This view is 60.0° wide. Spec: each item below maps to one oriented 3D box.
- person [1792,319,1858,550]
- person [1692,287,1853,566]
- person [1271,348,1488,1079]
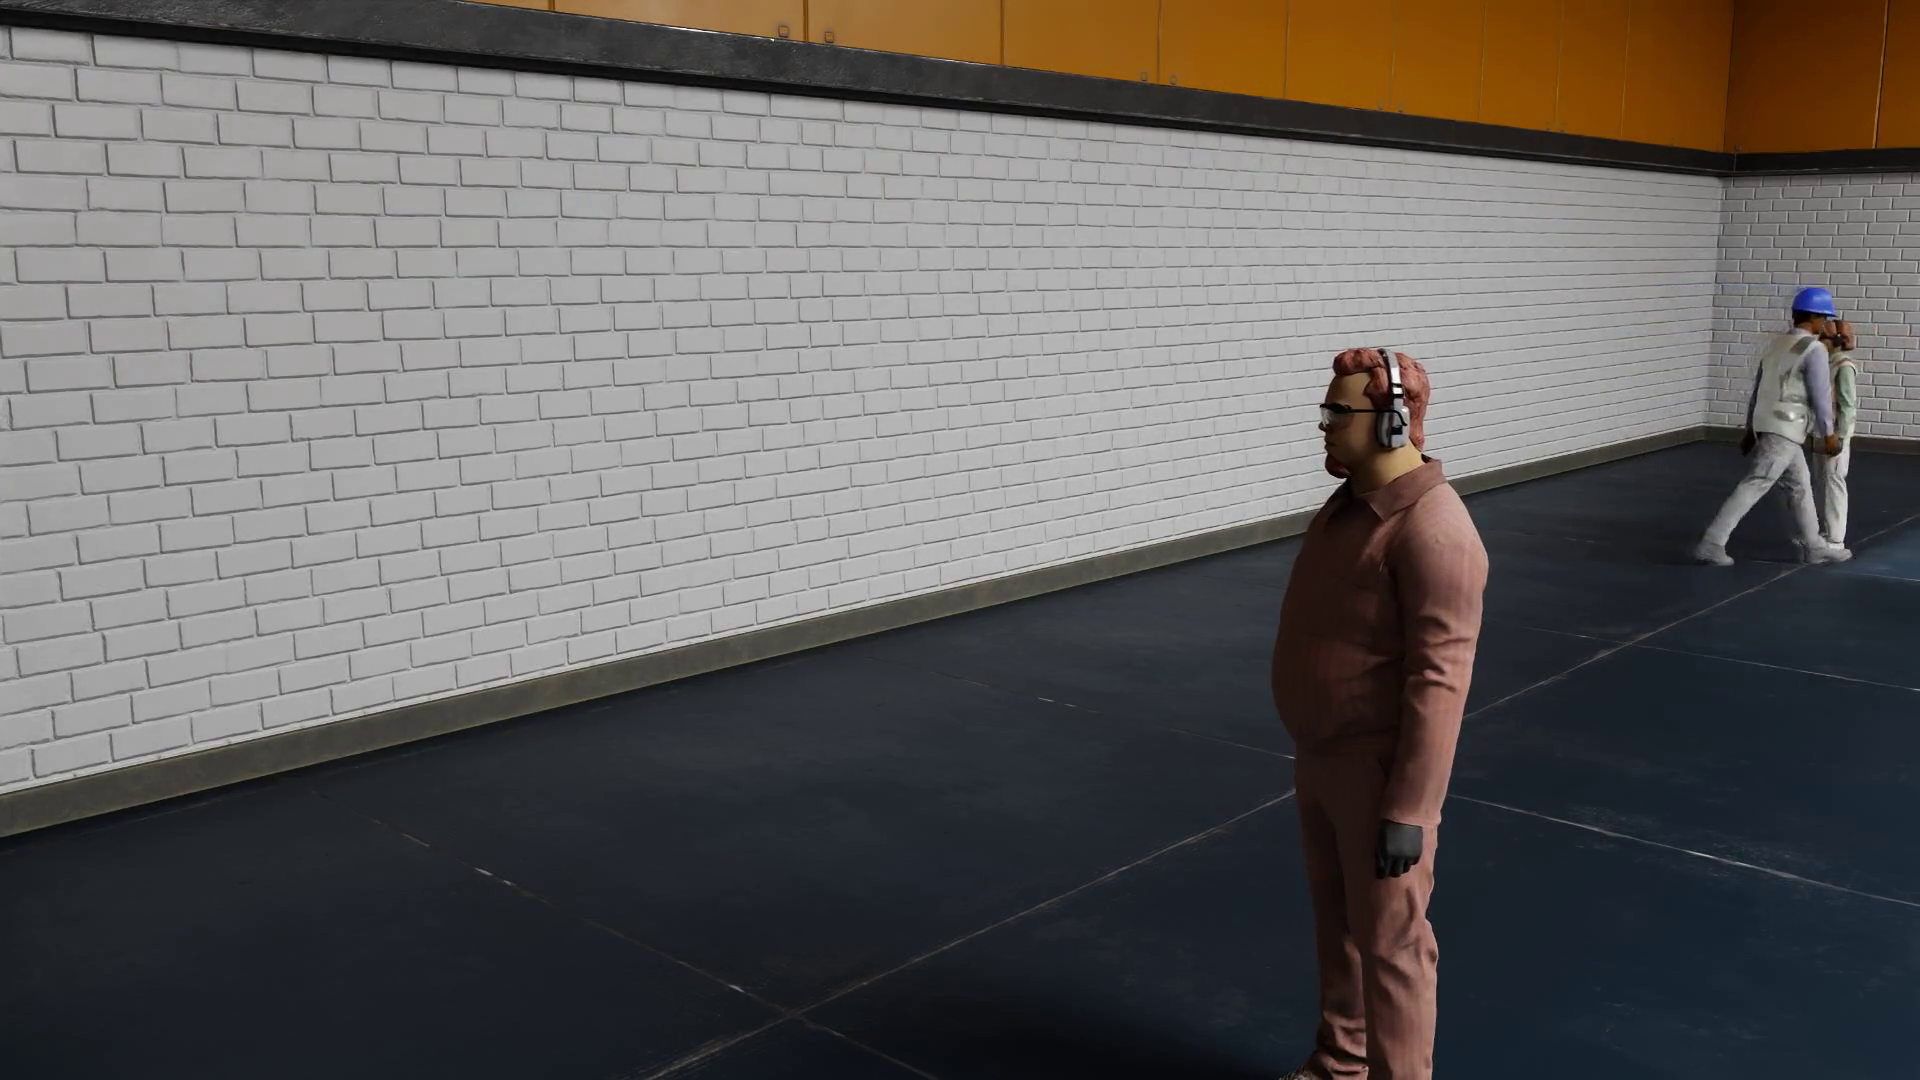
[{"bbox_3d":[6.086,-0.722,11.640,0.310,1.636,0.523,2,10,10],"label":"person"},{"bbox_3d":[5.437,-0.735,11.068,1.081,1.886,0.577,1,10,4],"label":"person"},{"bbox_3d":[0.913,0.517,3.819,0.409,1.909,0.643,-2,10,-9],"label":"person"}]
